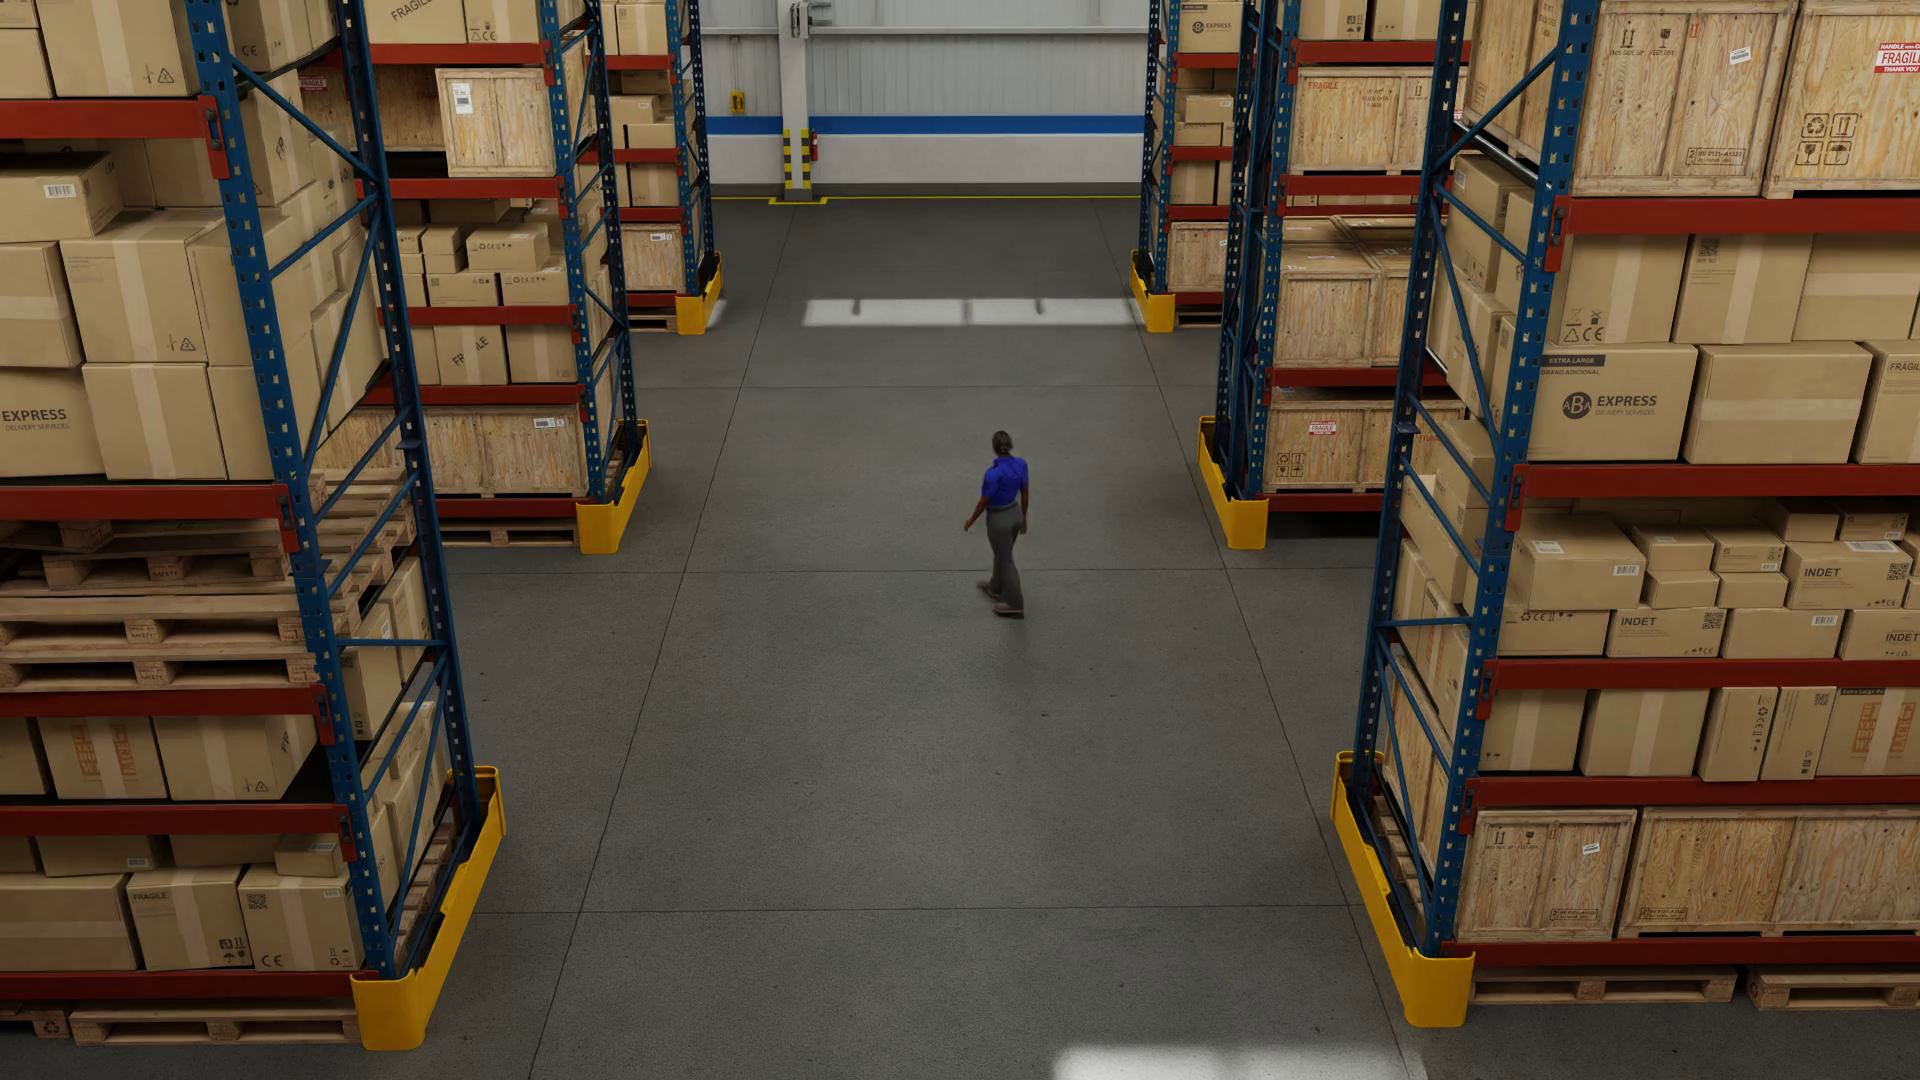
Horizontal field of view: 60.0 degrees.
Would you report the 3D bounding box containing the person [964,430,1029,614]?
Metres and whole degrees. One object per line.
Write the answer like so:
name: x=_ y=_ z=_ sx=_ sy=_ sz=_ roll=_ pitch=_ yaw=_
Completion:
person: x=0.304 y=-0.177 z=14.337 sx=0.657 sy=1.653 sz=0.466 roll=19 pitch=31 yaw=35
